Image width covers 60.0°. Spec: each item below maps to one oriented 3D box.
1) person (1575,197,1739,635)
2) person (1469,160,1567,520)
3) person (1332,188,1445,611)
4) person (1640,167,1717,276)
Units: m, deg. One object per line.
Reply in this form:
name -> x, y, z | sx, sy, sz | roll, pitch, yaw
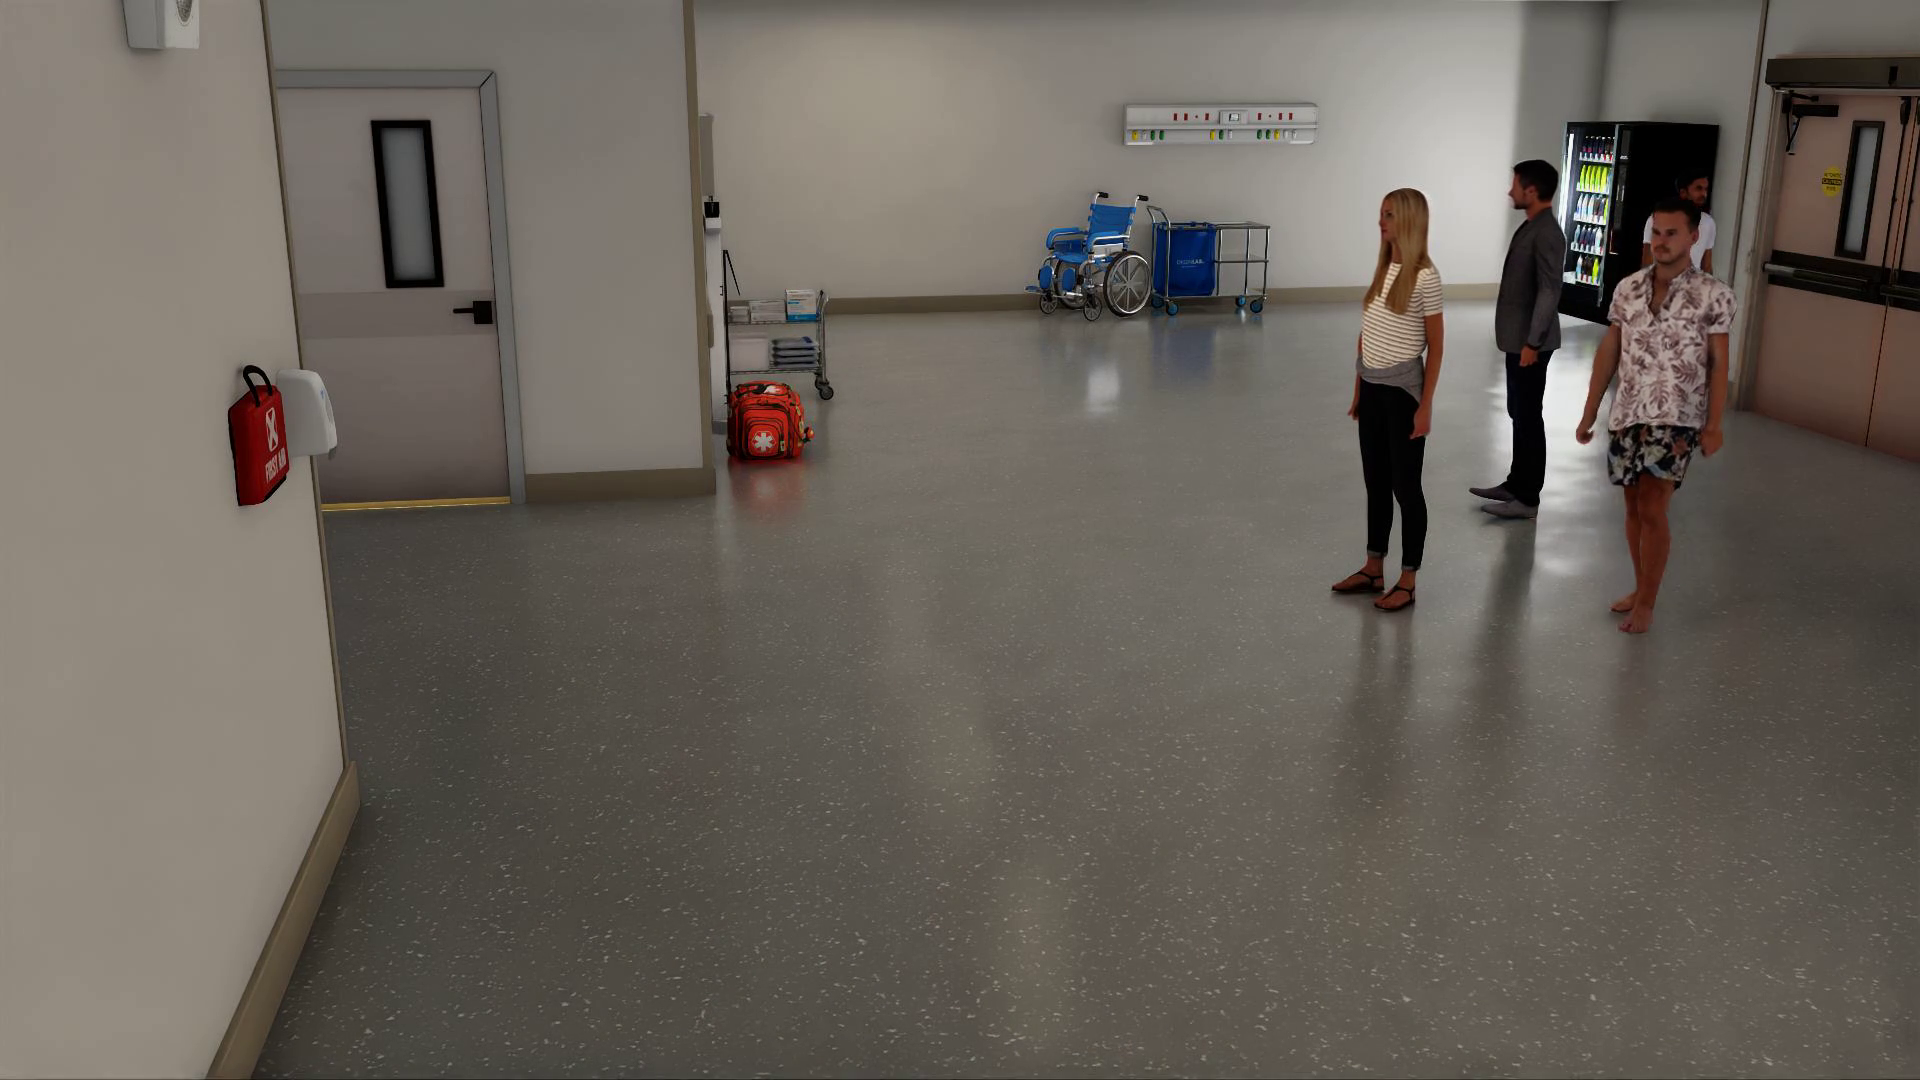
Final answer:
person -> 3.022, -0.547, 7.104 | 0.926, 1.798, 0.886 | -10, 19, -32
person -> 3.006, -1.062, 8.790 | 0.826, 1.872, 0.677 | 3, 16, 11
person -> 1.913, -0.611, 7.280 | 0.733, 1.825, 0.570 | -8, 18, -26
person -> 4.585, -1.553, 10.819 | 0.650, 1.717, 0.597 | -3, 16, -9
